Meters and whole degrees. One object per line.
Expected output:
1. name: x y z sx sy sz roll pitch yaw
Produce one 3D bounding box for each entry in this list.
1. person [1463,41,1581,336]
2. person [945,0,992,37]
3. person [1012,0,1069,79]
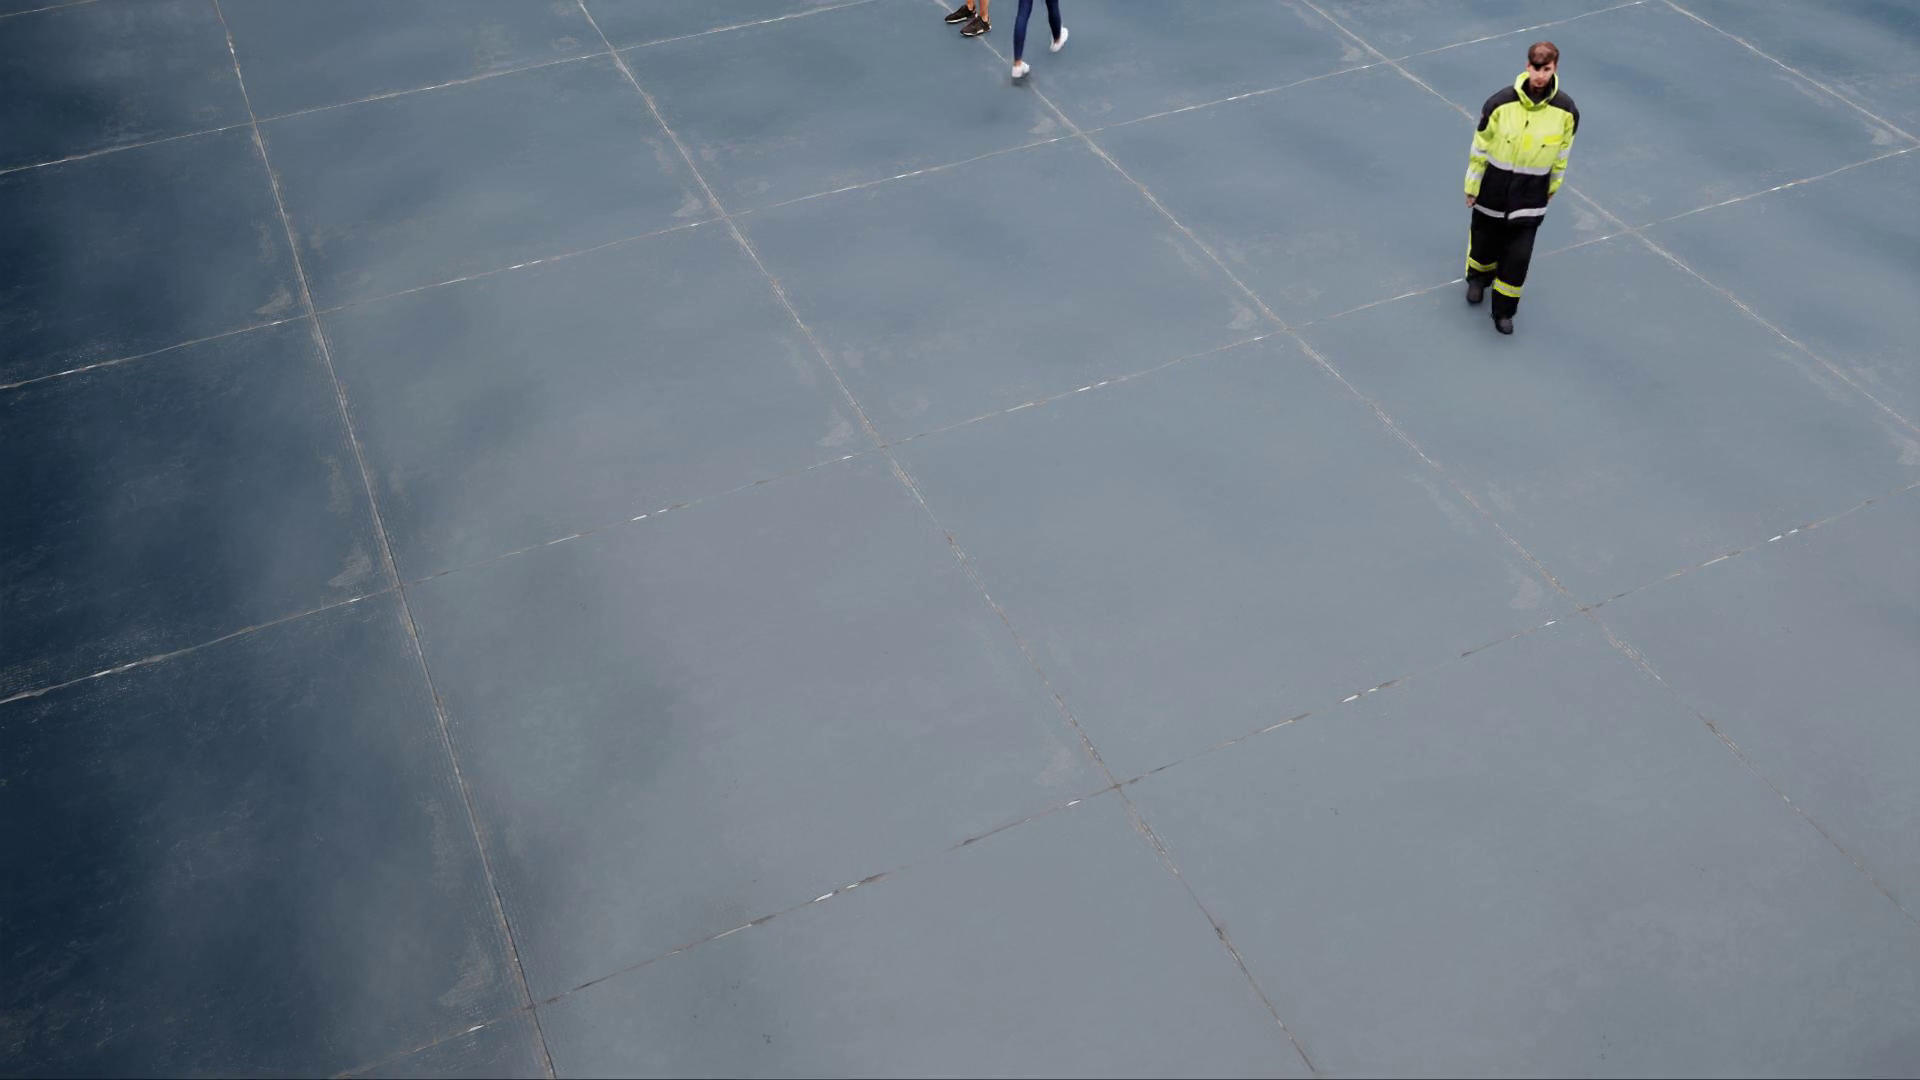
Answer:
1. person: 3.644 -2.400 10.945 1.075 1.954 1.154 8 43 9
2. person: 0.097 -5.260 14.177 0.711 1.843 0.488 -20 46 -21
3. person: 0.600 -4.623 13.560 1.126 1.731 1.147 16 45 17
